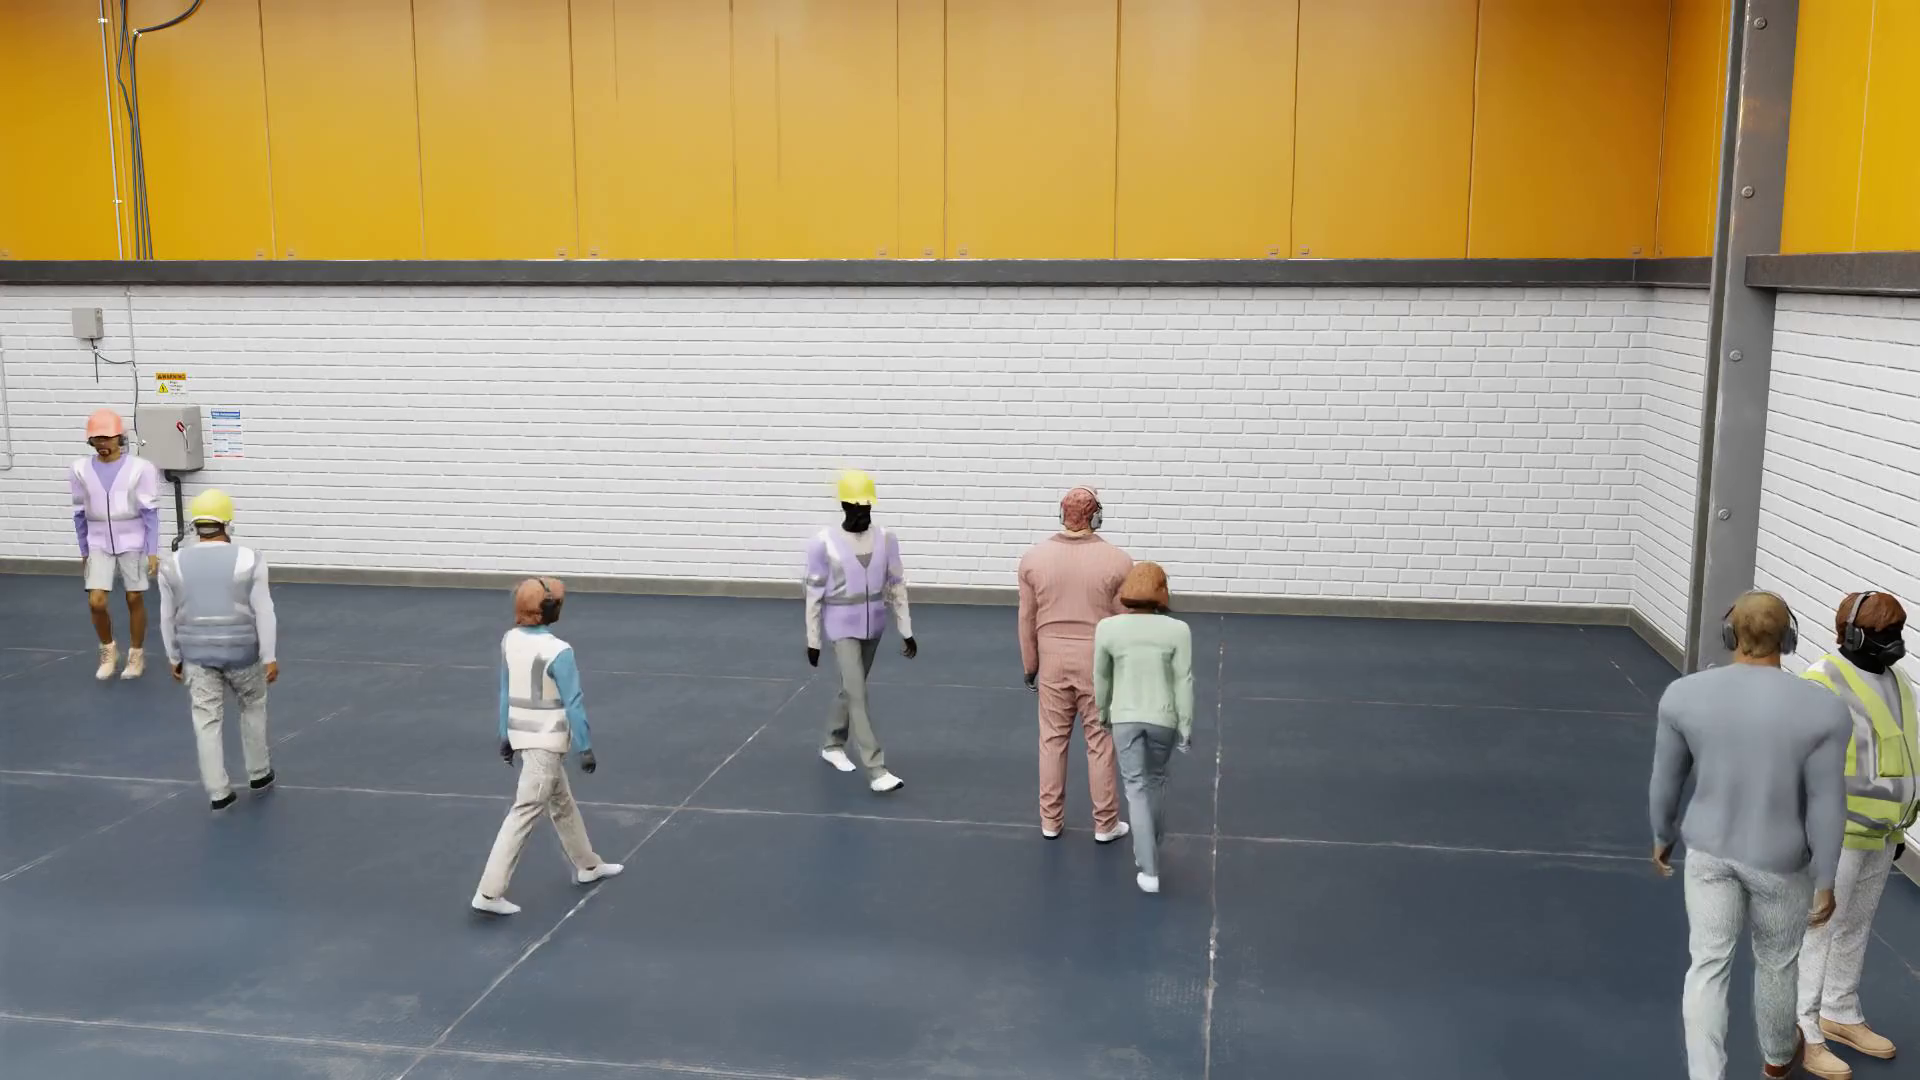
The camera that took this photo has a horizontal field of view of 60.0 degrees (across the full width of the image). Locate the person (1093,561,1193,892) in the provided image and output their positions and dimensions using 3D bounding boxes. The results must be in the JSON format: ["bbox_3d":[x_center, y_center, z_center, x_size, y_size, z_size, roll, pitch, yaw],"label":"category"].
[{"bbox_3d":[0.907,0.899,8.277,0.493,1.593,0.673,1,9,6],"label":"person"}]

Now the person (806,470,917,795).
[{"bbox_3d":[-0.577,0.522,9.776,0.606,1.871,1.002,-7,11,-35],"label":"person"}]

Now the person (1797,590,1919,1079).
[{"bbox_3d":[3.400,1.100,6.327,0.622,1.844,0.429,-6,11,-32],"label":"person"}]

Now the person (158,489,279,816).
[{"bbox_3d":[-4.166,0.607,9.443,0.620,1.809,0.732,-2,9,-11],"label":"person"}]

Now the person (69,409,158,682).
[{"bbox_3d":[-6.202,0.049,12.234,0.605,2.024,0.533,-2,9,-12],"label":"person"}]

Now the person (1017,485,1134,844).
[{"bbox_3d":[0.635,0.660,8.840,0.642,1.909,0.399,3,10,19],"label":"person"}]

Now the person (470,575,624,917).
[{"bbox_3d":[-2.001,0.965,7.926,0.877,1.595,0.524,-9,13,-44],"label":"person"}]

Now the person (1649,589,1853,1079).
[{"bbox_3d":[2.851,1.112,6.021,0.658,1.910,0.819,6,11,35],"label":"person"}]
